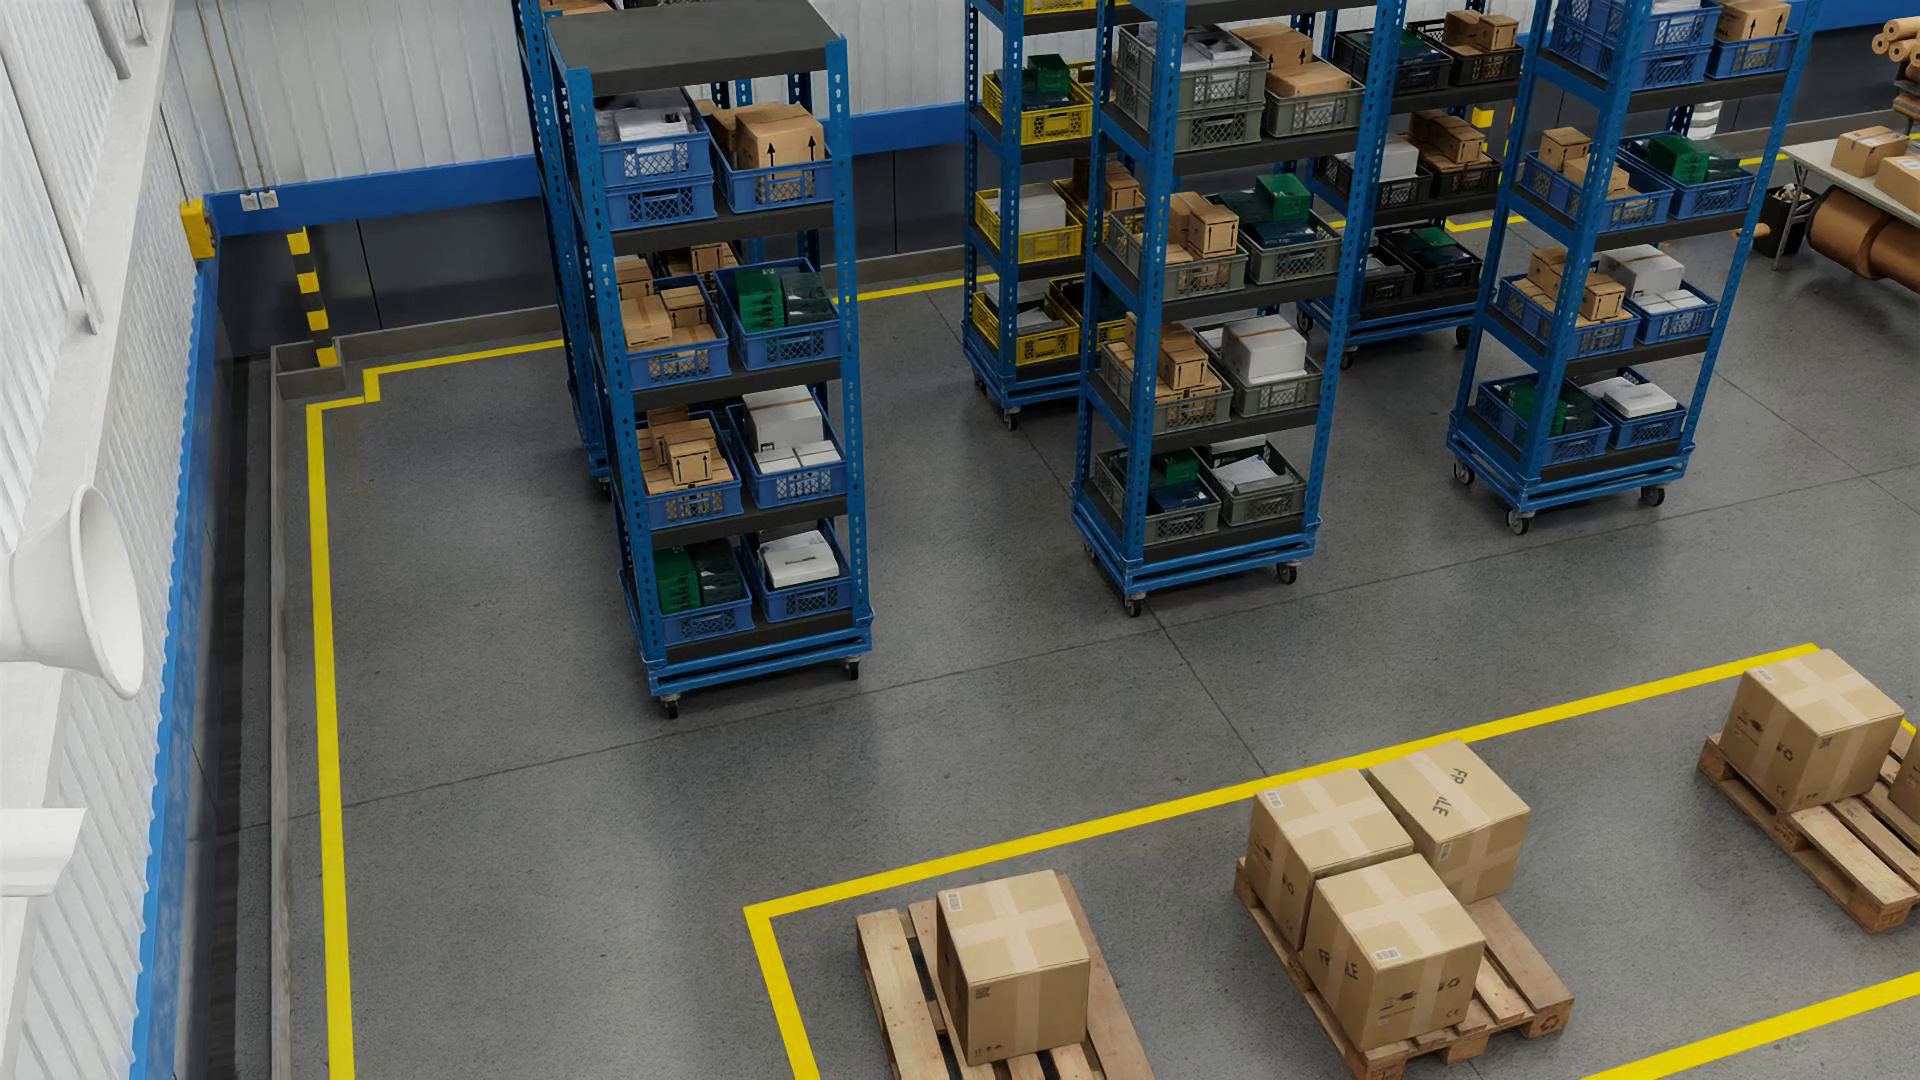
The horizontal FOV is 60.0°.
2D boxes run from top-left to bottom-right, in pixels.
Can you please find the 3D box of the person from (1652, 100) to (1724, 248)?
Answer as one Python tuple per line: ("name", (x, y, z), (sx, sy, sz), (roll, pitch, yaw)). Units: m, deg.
("person", (5.823, -3.256, 13.274), (0.572, 1.880, 0.357), (-22, 41, -28))
